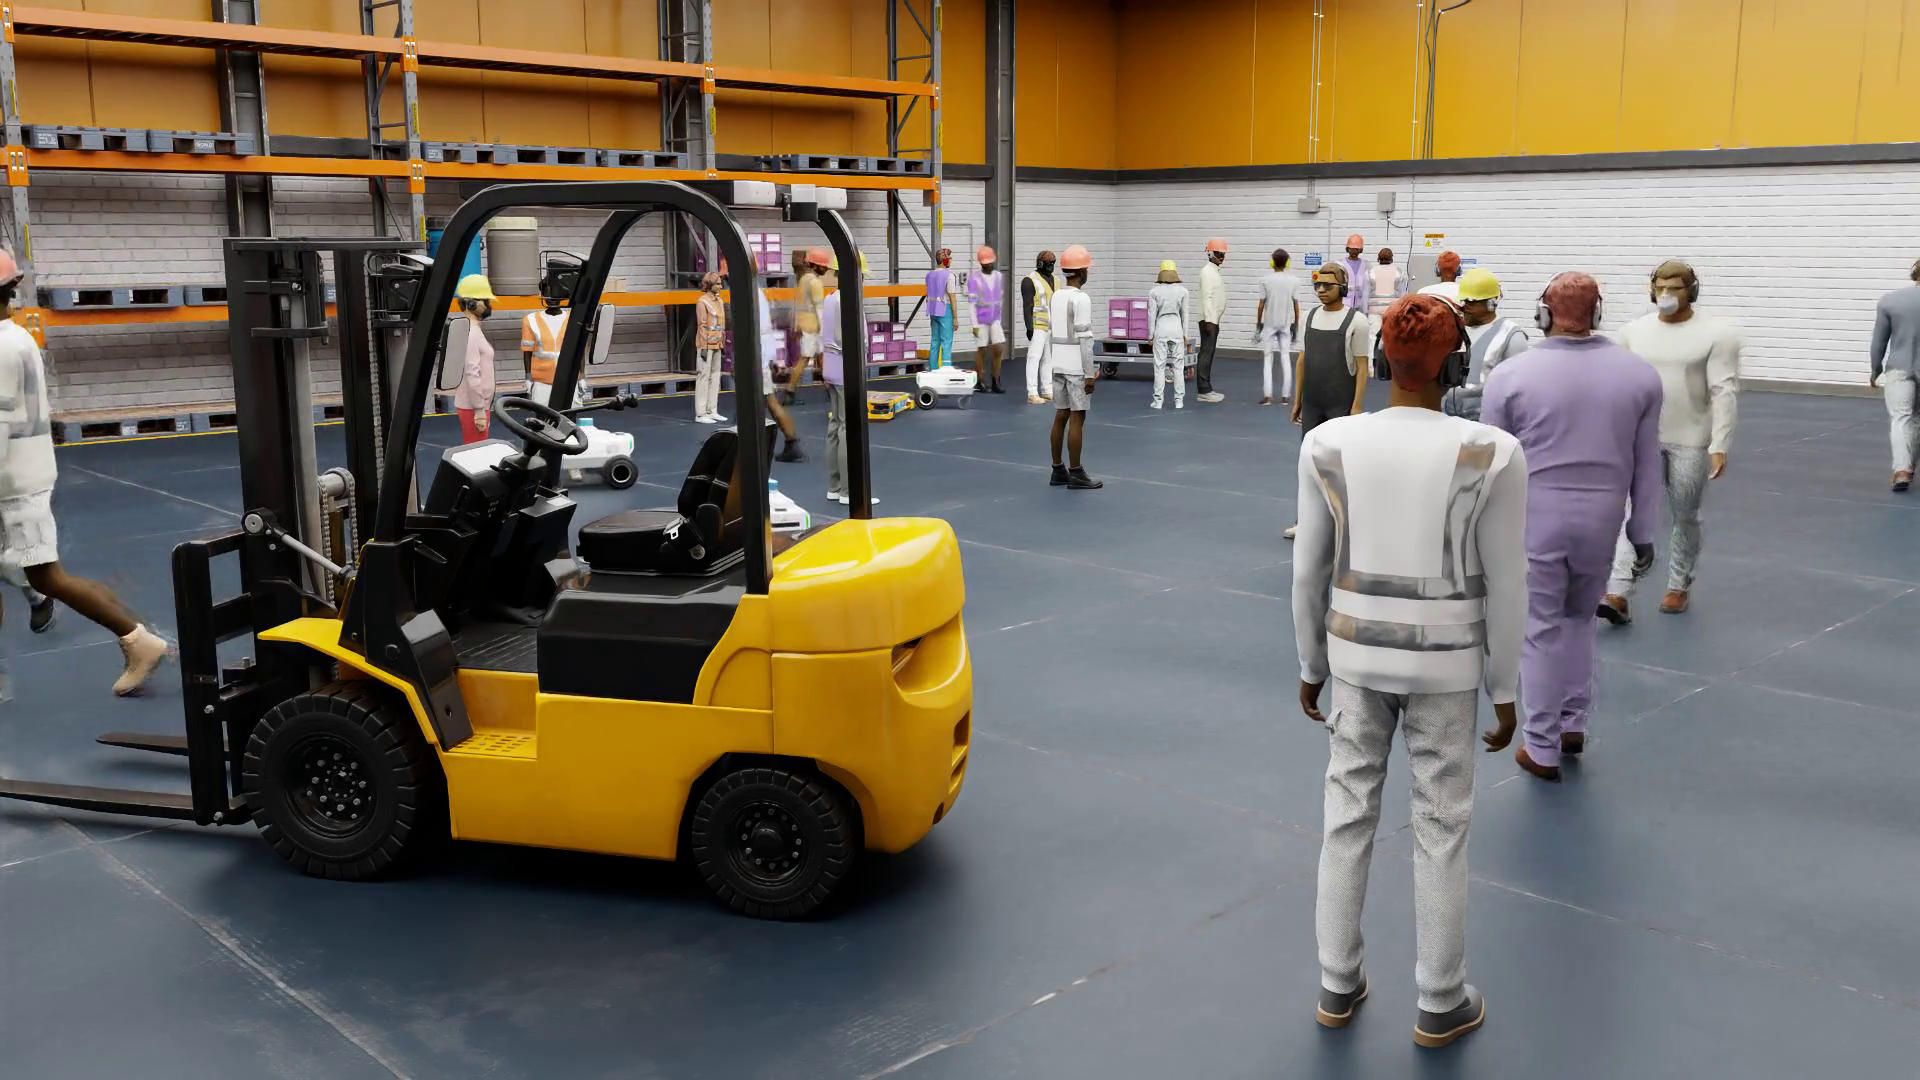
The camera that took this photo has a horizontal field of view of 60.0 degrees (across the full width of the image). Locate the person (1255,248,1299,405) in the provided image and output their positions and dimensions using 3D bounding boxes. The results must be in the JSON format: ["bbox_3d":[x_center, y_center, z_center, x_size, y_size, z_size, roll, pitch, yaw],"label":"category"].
[{"bbox_3d":[3.793,-2.544,19.894,0.532,1.867,0.311,-1,10,-3],"label":"person"}]

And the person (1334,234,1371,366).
[{"bbox_3d":[5.694,-3.415,24.189,0.605,2.034,0.392,-2,11,-10],"label":"person"}]

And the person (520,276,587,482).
[{"bbox_3d":[-3.313,-1.308,13.619,0.533,1.697,0.318,-3,11,-18],"label":"person"}]

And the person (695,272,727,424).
[{"bbox_3d":[-2.696,-2.074,17.985,0.319,1.628,0.515,3,11,16],"label":"person"}]

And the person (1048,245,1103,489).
[{"bbox_3d":[0.915,-1.376,13.317,0.349,1.942,0.545,-6,12,-28],"label":"person"}]

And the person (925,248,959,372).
[{"bbox_3d":[-0.245,-2.992,22.392,0.389,1.847,0.567,-9,14,-41],"label":"person"}]

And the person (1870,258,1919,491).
[{"bbox_3d":[7.663,-1.347,13.342,0.628,1.887,1.055,4,11,21],"label":"person"}]

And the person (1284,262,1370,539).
[{"bbox_3d":[2.427,-0.899,10.978,0.507,1.847,0.344,9,14,40],"label":"person"}]

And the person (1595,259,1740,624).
[{"bbox_3d":[3.670,-0.497,8.655,0.653,1.885,1.006,9,13,39],"label":"person"}]

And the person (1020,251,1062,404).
[{"bbox_3d":[1.020,-2.570,20.118,0.429,1.839,0.623,10,14,43],"label":"person"}]

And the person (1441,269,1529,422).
[{"bbox_3d":[3.132,-0.733,10.141,0.403,1.822,0.588,-7,13,-35],"label":"person"}]

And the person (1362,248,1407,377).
[{"bbox_3d":[6.051,-3.241,23.759,0.619,1.845,0.430,2,11,11],"label":"person"}]

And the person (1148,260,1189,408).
[{"bbox_3d":[2.437,-2.409,19.510,0.484,1.738,0.305,-1,10,-3],"label":"person"}]

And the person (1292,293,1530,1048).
[{"bbox_3d":[1.116,0.332,4.166,0.575,1.883,0.355,6,12,29],"label":"person"}]

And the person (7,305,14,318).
[{"bbox_3d":[-7.027,-1.014,12.212,0.280,1.624,0.493,-7,13,-35],"label":"person"}]

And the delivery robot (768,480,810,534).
[{"bbox_3d":[-1.142,-0.117,9.979,0.477,0.478,0.707,-4,11,-20],"label":"delivery robot"}]

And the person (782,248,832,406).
[{"bbox_3d":[-1.701,-2.522,19.778,0.964,1.864,0.599,-4,11,-22],"label":"person"}]

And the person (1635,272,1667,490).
[{"bbox_3d":[5.543,-1.302,13.353,0.517,1.784,1.048,-4,11,-21],"label":"person"}]

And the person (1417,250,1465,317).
[{"bbox_3d":[4.311,-1.615,14.771,0.574,1.887,0.355,2,11,11],"label":"person"}]

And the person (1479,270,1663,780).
[{"bbox_3d":[2.231,-0.060,6.266,0.678,1.887,0.539,0,10,-1],"label":"person"}]

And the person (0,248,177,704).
[{"bbox_3d":[-3.951,-0.267,7.097,0.965,2.012,0.610,-5,12,-27],"label":"person"}]

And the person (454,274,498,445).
[{"bbox_3d":[-3.185,-0.865,11.011,0.309,1.769,0.524,-3,11,-15],"label":"person"}]

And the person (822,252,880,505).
[{"bbox_3d":[-0.845,-1.223,12.523,0.363,1.928,0.587,-5,11,-24],"label":"person"}]

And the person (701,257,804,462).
[{"bbox_3d":[-1.846,-1.630,14.871,1.017,1.872,0.582,2,11,10],"label":"person"}]

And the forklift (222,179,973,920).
[{"bbox_3d":[-1.114,-0.058,5.440,2.313,2.155,1.214,2,11,13],"label":"forklift"}]

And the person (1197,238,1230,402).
[{"bbox_3d":[3.089,-2.692,20.359,0.392,1.990,0.612,3,11,18],"label":"person"}]

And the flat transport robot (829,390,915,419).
[{"bbox_3d":[-0.977,-1.524,18.683,0.652,0.197,1.431,2,11,11],"label":"flat transport robot"}]

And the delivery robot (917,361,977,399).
[{"bbox_3d":[-0.149,-1.852,19.443,0.707,0.478,0.477,0,10,1],"label":"delivery robot"}]

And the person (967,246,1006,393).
[{"bbox_3d":[0.330,-2.788,21.159,0.578,1.885,0.596,-6,12,-31],"label":"person"}]

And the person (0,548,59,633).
[{"bbox_3d":[-4.829,-0.333,8.035,0.629,1.798,0.802,4,11,22],"label":"person"}]

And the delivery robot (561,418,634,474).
[{"bbox_3d":[-2.990,-0.734,13.346,0.707,0.478,0.477,-3,11,-17],"label":"delivery robot"}]
